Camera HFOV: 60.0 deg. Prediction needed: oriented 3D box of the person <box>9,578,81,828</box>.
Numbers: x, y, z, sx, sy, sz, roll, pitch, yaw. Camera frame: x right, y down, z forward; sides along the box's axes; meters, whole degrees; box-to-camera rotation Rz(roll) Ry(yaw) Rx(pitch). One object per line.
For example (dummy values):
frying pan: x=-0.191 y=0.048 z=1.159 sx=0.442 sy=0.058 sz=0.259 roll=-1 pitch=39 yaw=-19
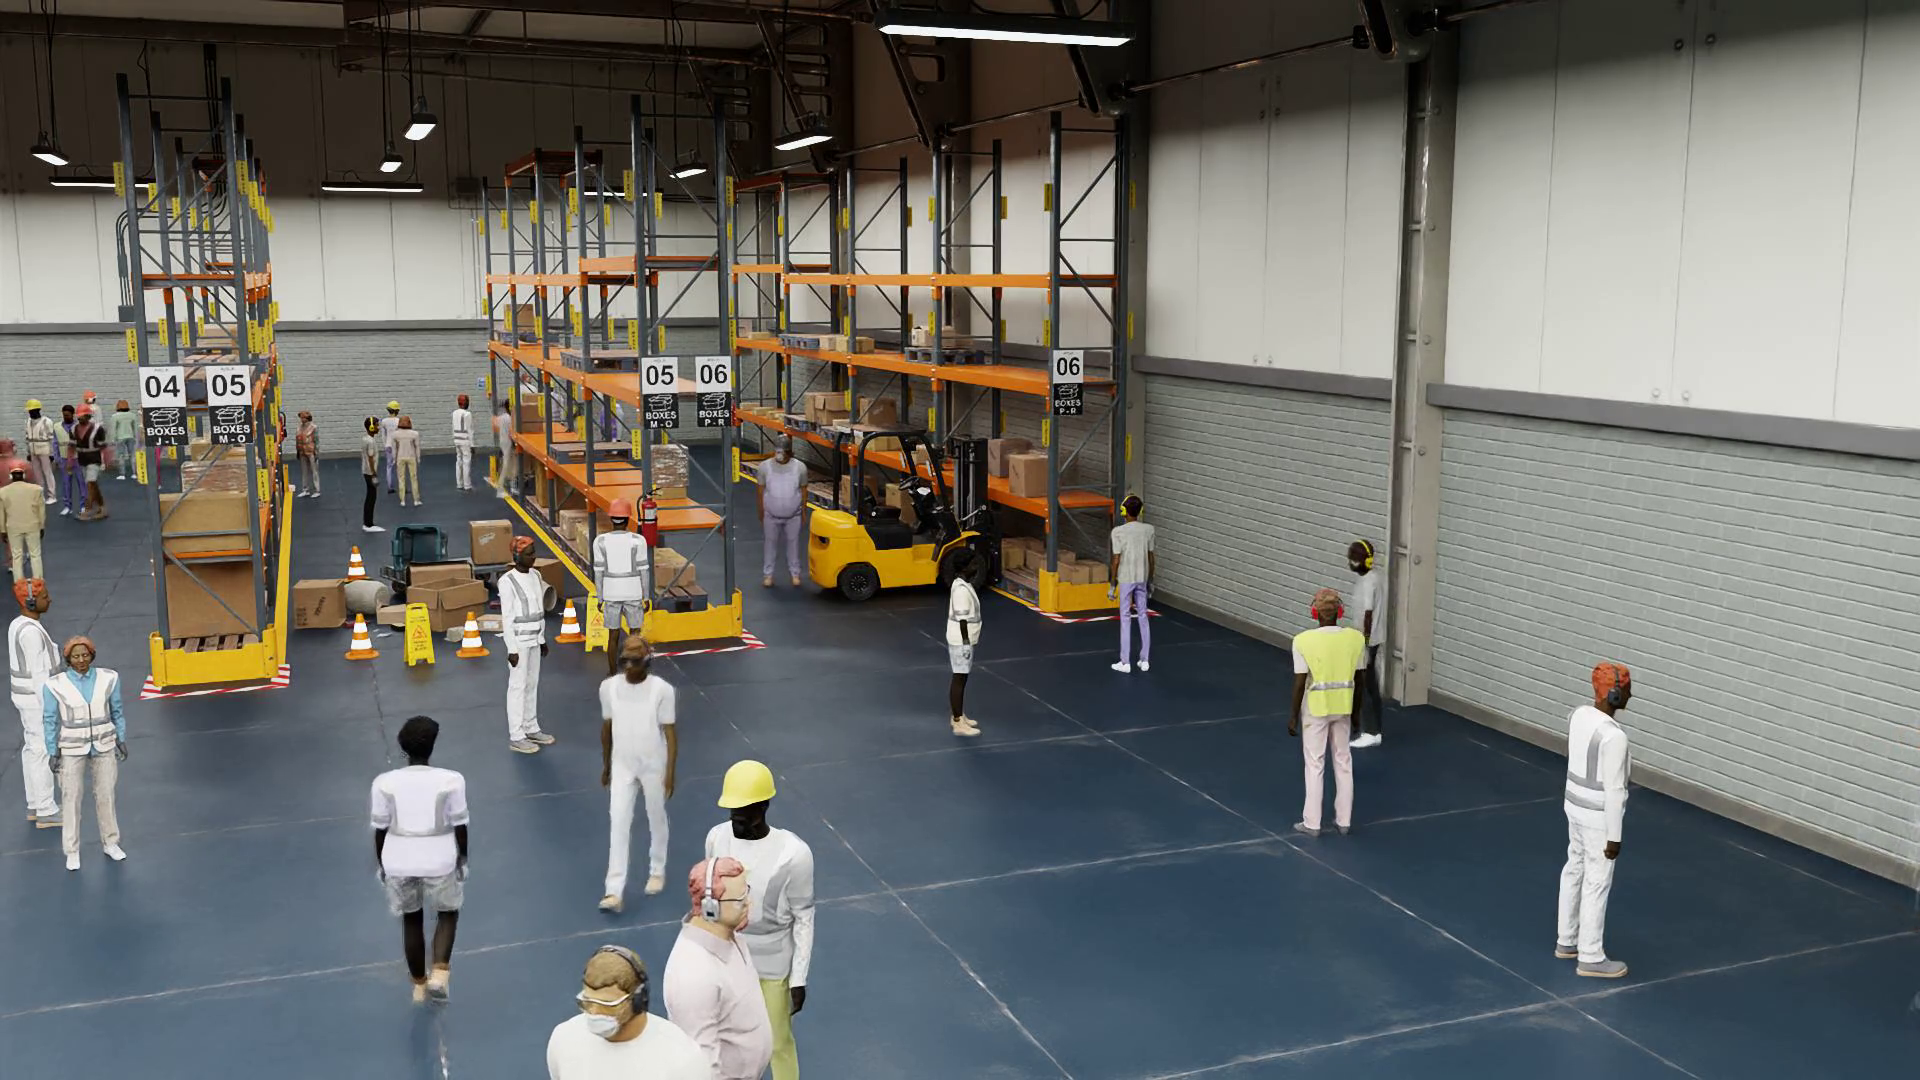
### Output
person: x=-6.913 y=1.216 z=12.494 sx=0.355 sy=1.883 sz=0.574 roll=-7 pitch=12 yaw=-39

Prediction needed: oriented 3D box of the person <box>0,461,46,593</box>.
person: x=-12.201 y=-0.163 z=21.645 sx=0.555 sy=1.735 sz=0.380 roll=-5 pitch=10 yaw=-30

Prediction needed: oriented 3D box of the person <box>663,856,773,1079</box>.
person: x=-0.928 y=2.157 z=6.489 sx=0.402 sy=1.911 sz=0.638 roll=0 pitch=9 yaw=-1

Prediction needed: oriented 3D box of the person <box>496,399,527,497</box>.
person: x=-8.384 y=-1.717 z=31.083 sx=0.742 sy=1.846 sz=0.493 roll=-4 pitch=10 yaw=-22

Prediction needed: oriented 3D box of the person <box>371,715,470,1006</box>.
person: x=-3.016 y=1.825 z=9.300 sx=0.539 sy=1.680 sz=0.450 roll=-1 pitch=9 yaw=-7

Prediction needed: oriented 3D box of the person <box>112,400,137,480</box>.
person: x=-16.965 y=-2.039 z=33.798 sx=0.292 sy=1.623 sz=0.508 roll=7 pitch=12 yaw=39

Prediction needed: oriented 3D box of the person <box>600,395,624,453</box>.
person: x=-6.987 y=-2.070 z=33.344 sx=0.429 sy=1.837 sz=0.627 roll=-8 pitch=12 yaw=-41

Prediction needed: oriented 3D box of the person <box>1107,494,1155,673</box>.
person: x=1.790 y=0.450 z=17.348 sx=0.518 sy=1.874 sz=0.329 roll=-3 pitch=10 yaw=-18

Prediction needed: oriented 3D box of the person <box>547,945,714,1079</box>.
person: x=-1.119 y=2.281 z=5.654 sx=0.628 sy=1.930 sz=0.368 roll=4 pitch=10 yaw=23

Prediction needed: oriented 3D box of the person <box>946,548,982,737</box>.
person: x=0.035 y=0.909 z=15.004 sx=0.319 sy=1.697 sz=0.533 roll=0 pitch=9 yaw=-2

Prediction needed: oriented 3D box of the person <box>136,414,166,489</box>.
person: x=-15.545 y=-1.726 z=31.874 sx=0.523 sy=1.602 sz=0.734 roll=1 pitch=9 yaw=7

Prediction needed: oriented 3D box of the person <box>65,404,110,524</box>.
person: x=-14.648 y=-1.280 z=27.853 sx=0.618 sy=1.988 sz=1.036 roll=2 pitch=9 yaw=12

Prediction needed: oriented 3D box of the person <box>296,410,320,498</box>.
person: x=-12.156 y=-1.604 z=31.005 sx=0.514 sy=1.639 sz=0.310 roll=4 pitch=10 yaw=21

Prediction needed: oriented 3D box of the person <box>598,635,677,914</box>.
person: x=-2.119 y=1.521 z=10.821 sx=0.543 sy=1.797 sz=0.954 roll=1 pitch=9 yaw=4

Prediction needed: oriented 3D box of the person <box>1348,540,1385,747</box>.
person: x=3.546 y=0.903 z=14.575 sx=0.377 sy=1.850 sz=0.604 roll=2 pitch=9 yaw=13

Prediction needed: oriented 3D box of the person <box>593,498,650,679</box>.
person: x=-3.352 y=0.544 z=16.541 sx=0.543 sy=1.939 sz=0.361 roll=0 pitch=9 yaw=-3

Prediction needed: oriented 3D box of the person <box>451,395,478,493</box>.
person: x=-9.448 y=-1.831 z=31.685 sx=0.575 sy=1.880 sz=0.358 roll=7 pitch=12 yaw=39

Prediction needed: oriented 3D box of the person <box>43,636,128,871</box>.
person: x=-6.109 y=1.472 z=11.640 sx=0.523 sy=1.639 sz=0.309 roll=-8 pitch=12 yaw=-42

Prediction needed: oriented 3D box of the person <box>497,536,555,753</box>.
person: x=-3.784 y=0.898 z=14.496 sx=0.355 sy=1.882 sz=0.576 roll=2 pitch=9 yaw=14

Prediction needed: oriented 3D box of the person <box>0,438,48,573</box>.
person: x=-13.257 y=-0.504 z=23.396 sx=0.653 sy=1.855 sz=0.958 roll=0 pitch=9 yaw=-1

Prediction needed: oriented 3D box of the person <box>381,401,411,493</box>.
person: x=-10.707 y=-1.753 z=31.543 sx=0.524 sy=1.769 sz=0.308 roll=3 pitch=10 yaw=18

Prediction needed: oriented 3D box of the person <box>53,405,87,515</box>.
person: x=-15.379 y=-1.395 z=28.834 sx=0.587 sy=1.913 sz=0.392 roll=-2 pitch=9 yaw=-12

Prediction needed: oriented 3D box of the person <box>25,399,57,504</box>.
person: x=-16.642 y=-1.596 z=30.055 sx=0.594 sy=1.922 sz=0.386 roll=3 pitch=9 yaw=17

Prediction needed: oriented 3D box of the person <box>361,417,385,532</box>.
person: x=-9.504 y=-1.056 z=26.862 sx=0.333 sy=1.864 sz=0.507 roll=-4 pitch=10 yaw=-26

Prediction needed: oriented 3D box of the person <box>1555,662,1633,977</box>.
person: x=3.770 y=1.642 z=9.837 sx=0.358 sy=1.880 sz=0.566 roll=-1 pitch=9 yaw=-5

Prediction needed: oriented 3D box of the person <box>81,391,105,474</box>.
person: x=-18.074 y=-2.239 z=34.682 sx=0.348 sy=1.743 sz=0.566 roll=-2 pitch=9 yaw=-12

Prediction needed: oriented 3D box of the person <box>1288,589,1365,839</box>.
person: x=2.692 y=1.281 z=12.208 sx=0.565 sy=1.841 sz=0.387 roll=-2 pitch=9 yaw=-12

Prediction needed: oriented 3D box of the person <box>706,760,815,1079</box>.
person: x=-0.954 y=1.952 z=7.715 sx=0.584 sy=1.929 sz=0.371 roll=4 pitch=10 yaw=25

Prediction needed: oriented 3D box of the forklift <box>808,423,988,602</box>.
forklift: x=-0.830 y=-0.399 z=21.676 sx=2.313 sy=2.155 sz=1.214 roll=-4 pitch=10 yaw=-21

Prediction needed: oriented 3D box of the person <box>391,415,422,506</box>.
person: x=-9.938 y=-1.421 z=29.867 sx=0.498 sy=1.634 sz=0.284 roll=-1 pitch=9 yaw=-9

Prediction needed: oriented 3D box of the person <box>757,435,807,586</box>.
person: x=-2.357 y=-0.394 z=22.127 sx=0.673 sy=2.000 sz=0.536 roll=-1 pitch=9 yaw=-8
